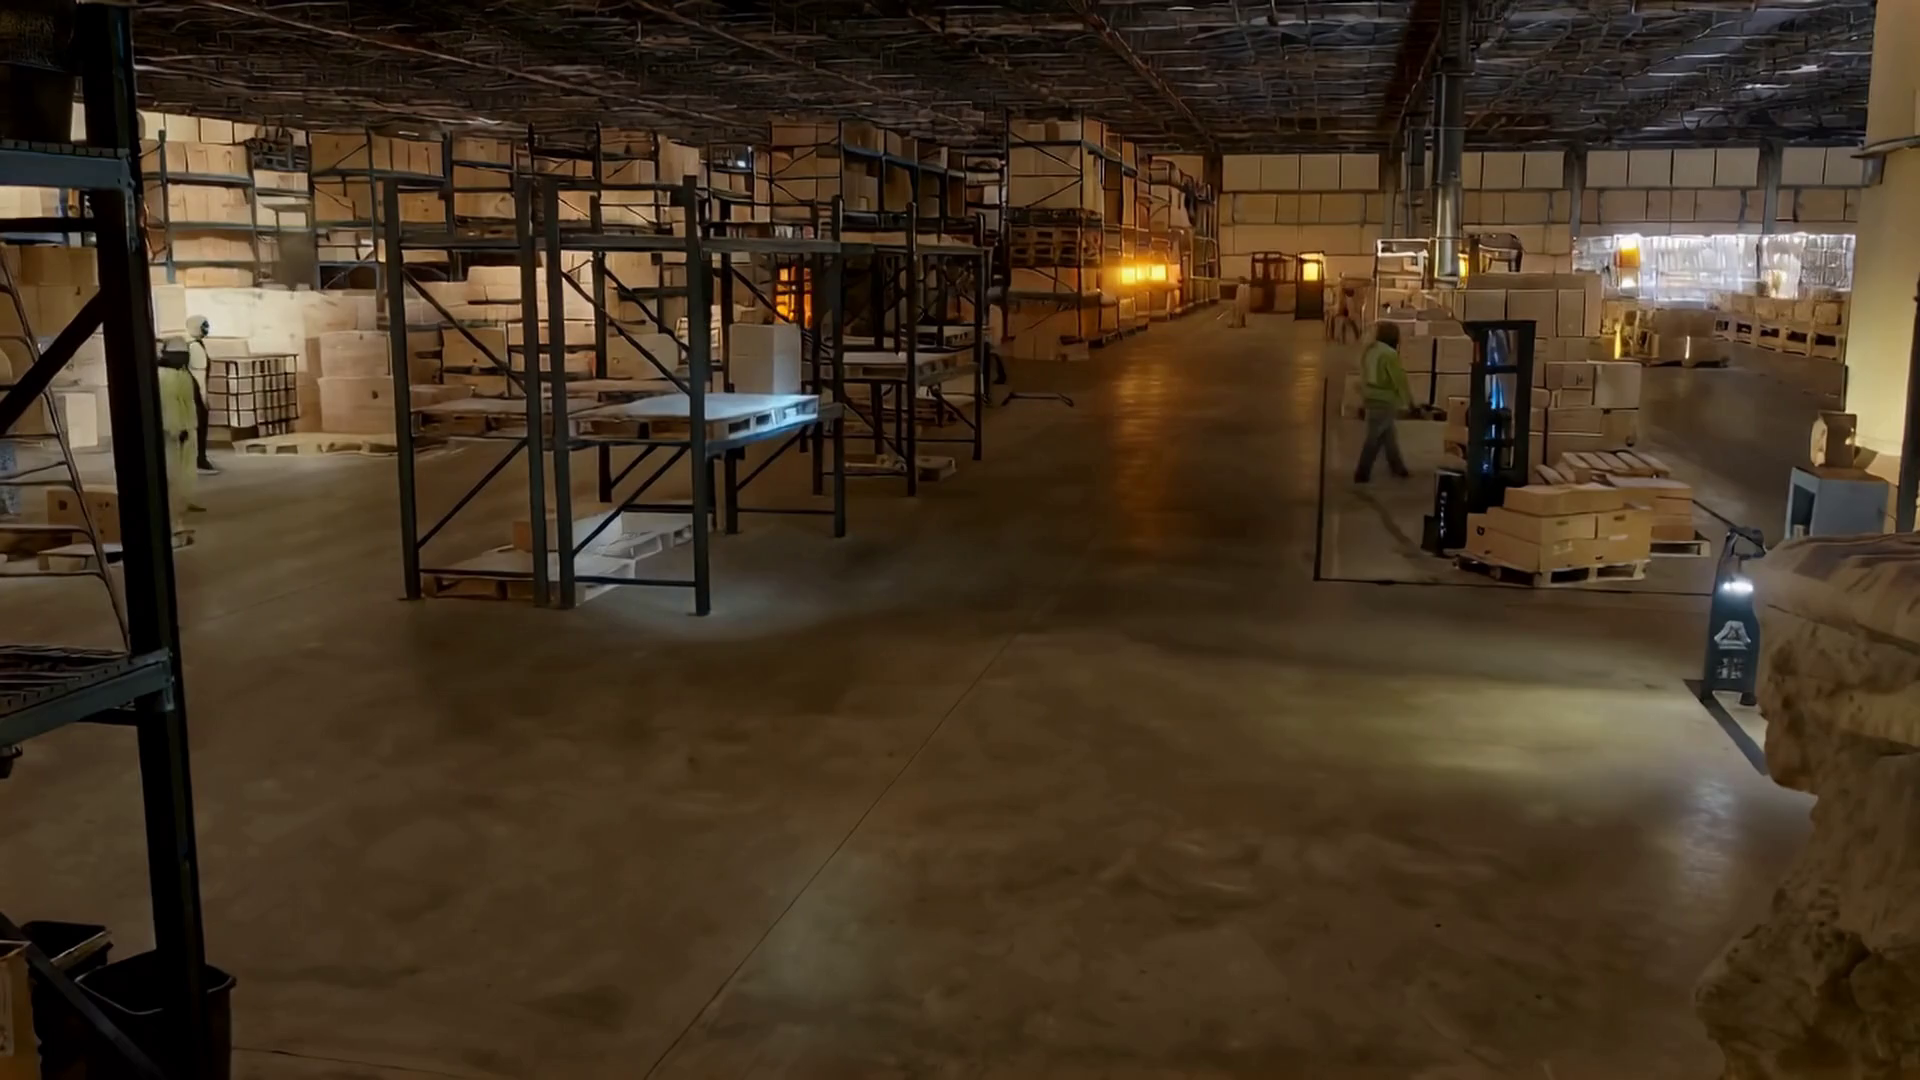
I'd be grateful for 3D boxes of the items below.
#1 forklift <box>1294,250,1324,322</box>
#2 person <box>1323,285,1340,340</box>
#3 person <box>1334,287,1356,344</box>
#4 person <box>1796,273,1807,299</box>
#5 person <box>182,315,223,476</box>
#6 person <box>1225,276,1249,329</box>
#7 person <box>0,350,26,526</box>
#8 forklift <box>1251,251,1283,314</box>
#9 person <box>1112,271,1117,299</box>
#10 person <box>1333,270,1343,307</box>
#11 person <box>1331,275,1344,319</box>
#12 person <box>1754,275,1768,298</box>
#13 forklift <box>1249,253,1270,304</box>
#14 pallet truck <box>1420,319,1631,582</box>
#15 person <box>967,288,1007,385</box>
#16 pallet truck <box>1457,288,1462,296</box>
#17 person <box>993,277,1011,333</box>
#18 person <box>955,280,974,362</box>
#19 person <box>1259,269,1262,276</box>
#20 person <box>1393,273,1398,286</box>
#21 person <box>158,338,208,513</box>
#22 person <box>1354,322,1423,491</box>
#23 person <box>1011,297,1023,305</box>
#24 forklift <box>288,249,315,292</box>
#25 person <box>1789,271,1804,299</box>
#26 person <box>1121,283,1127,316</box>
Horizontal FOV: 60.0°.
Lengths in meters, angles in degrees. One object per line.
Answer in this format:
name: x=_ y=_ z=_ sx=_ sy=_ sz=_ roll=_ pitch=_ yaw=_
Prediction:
forklift: x=13.778 y=-10.002 z=65.433 sx=1.129 sy=2.768 sz=1.873 roll=2 pitch=10 yaw=12
person: x=11.494 y=-7.048 z=51.479 sx=0.541 sy=1.677 sz=0.647 roll=3 pitch=10 yaw=15
person: x=11.199 y=-6.509 z=48.301 sx=0.743 sy=1.662 sz=0.553 roll=2 pitch=10 yaw=14
person: x=35.313 y=-10.259 z=69.875 sx=0.512 sy=1.897 sz=0.651 roll=5 pitch=11 yaw=28
person: x=-8.711 y=-1.644 z=19.038 sx=0.338 sy=1.839 sz=0.525 roll=-7 pitch=12 yaw=-34
person: x=9.909 y=-8.486 z=59.437 sx=0.929 sy=1.863 sz=0.665 roll=2 pitch=10 yaw=10
person: x=-8.922 y=-1.077 z=15.413 sx=0.367 sy=1.932 sz=0.623 roll=-5 pitch=11 yaw=-29
forklift: x=14.046 y=-11.613 z=74.975 sx=1.129 sy=2.768 sz=1.873 roll=-4 pitch=10 yaw=-20
person: x=8.295 y=-13.394 z=88.600 sx=0.639 sy=1.842 sz=1.041 roll=1 pitch=10 yaw=3
person: x=18.214 y=-11.993 z=80.040 sx=0.612 sy=1.936 sz=0.414 roll=-8 pitch=12 yaw=-38
person: x=15.495 y=-9.966 z=68.358 sx=0.609 sy=1.823 sz=0.420 roll=1 pitch=10 yaw=6
person: x=34.572 y=-10.547 z=71.846 sx=0.567 sy=1.808 sz=0.913 roll=6 pitch=11 yaw=33
forklift: x=16.398 y=-14.269 z=90.700 sx=1.129 sy=2.768 sz=1.873 roll=2 pitch=10 yaw=12
pallet truck: x=4.543 y=-0.757 z=13.299 sx=0.823 sy=1.965 sz=1.885 roll=-4 pitch=10 yaw=-22
person: x=0.524 y=-3.996 z=32.757 sx=0.916 sy=1.896 sz=0.572 roll=1 pitch=10 yaw=6
pallet truck: x=20.506 y=-9.785 z=68.819 sx=0.653 sy=1.274 sz=1.630 roll=2 pitch=10 yaw=12
person: x=1.395 y=-7.868 z=55.742 sx=0.646 sy=1.893 sz=0.420 roll=0 pitch=10 yaw=-2
person: x=0.175 y=-5.297 z=40.276 sx=0.607 sy=1.966 sz=0.367 roll=-3 pitch=10 yaw=-20
person: x=16.720 y=-14.117 z=92.654 sx=0.759 sy=1.909 sz=0.565 roll=1 pitch=10 yaw=7
person: x=23.090 y=-13.292 z=88.315 sx=0.485 sy=1.735 sz=0.347 roll=-6 pitch=11 yaw=-33
person: x=-7.637 y=-1.095 z=16.156 sx=0.522 sy=1.711 sz=0.539 roll=2 pitch=10 yaw=10
person: x=4.641 y=-1.424 z=17.832 sx=0.926 sy=1.803 sz=0.643 roll=-1 pitch=10 yaw=-8
person: x=2.191 y=-9.274 z=64.237 sx=0.452 sy=1.822 sz=0.568 roll=-7 pitch=12 yaw=-36
forklift: x=-19.586 y=-7.340 z=49.670 sx=1.129 sy=2.768 sz=1.873 roll=2 pitch=10 yaw=12
person: x=36.541 y=-10.754 z=72.577 sx=0.809 sy=1.956 sz=0.676 roll=7 pitch=12 yaw=36
person: x=5.900 y=-8.490 z=60.197 sx=0.371 sy=1.617 sz=0.518 roll=1 pitch=10 yaw=7
